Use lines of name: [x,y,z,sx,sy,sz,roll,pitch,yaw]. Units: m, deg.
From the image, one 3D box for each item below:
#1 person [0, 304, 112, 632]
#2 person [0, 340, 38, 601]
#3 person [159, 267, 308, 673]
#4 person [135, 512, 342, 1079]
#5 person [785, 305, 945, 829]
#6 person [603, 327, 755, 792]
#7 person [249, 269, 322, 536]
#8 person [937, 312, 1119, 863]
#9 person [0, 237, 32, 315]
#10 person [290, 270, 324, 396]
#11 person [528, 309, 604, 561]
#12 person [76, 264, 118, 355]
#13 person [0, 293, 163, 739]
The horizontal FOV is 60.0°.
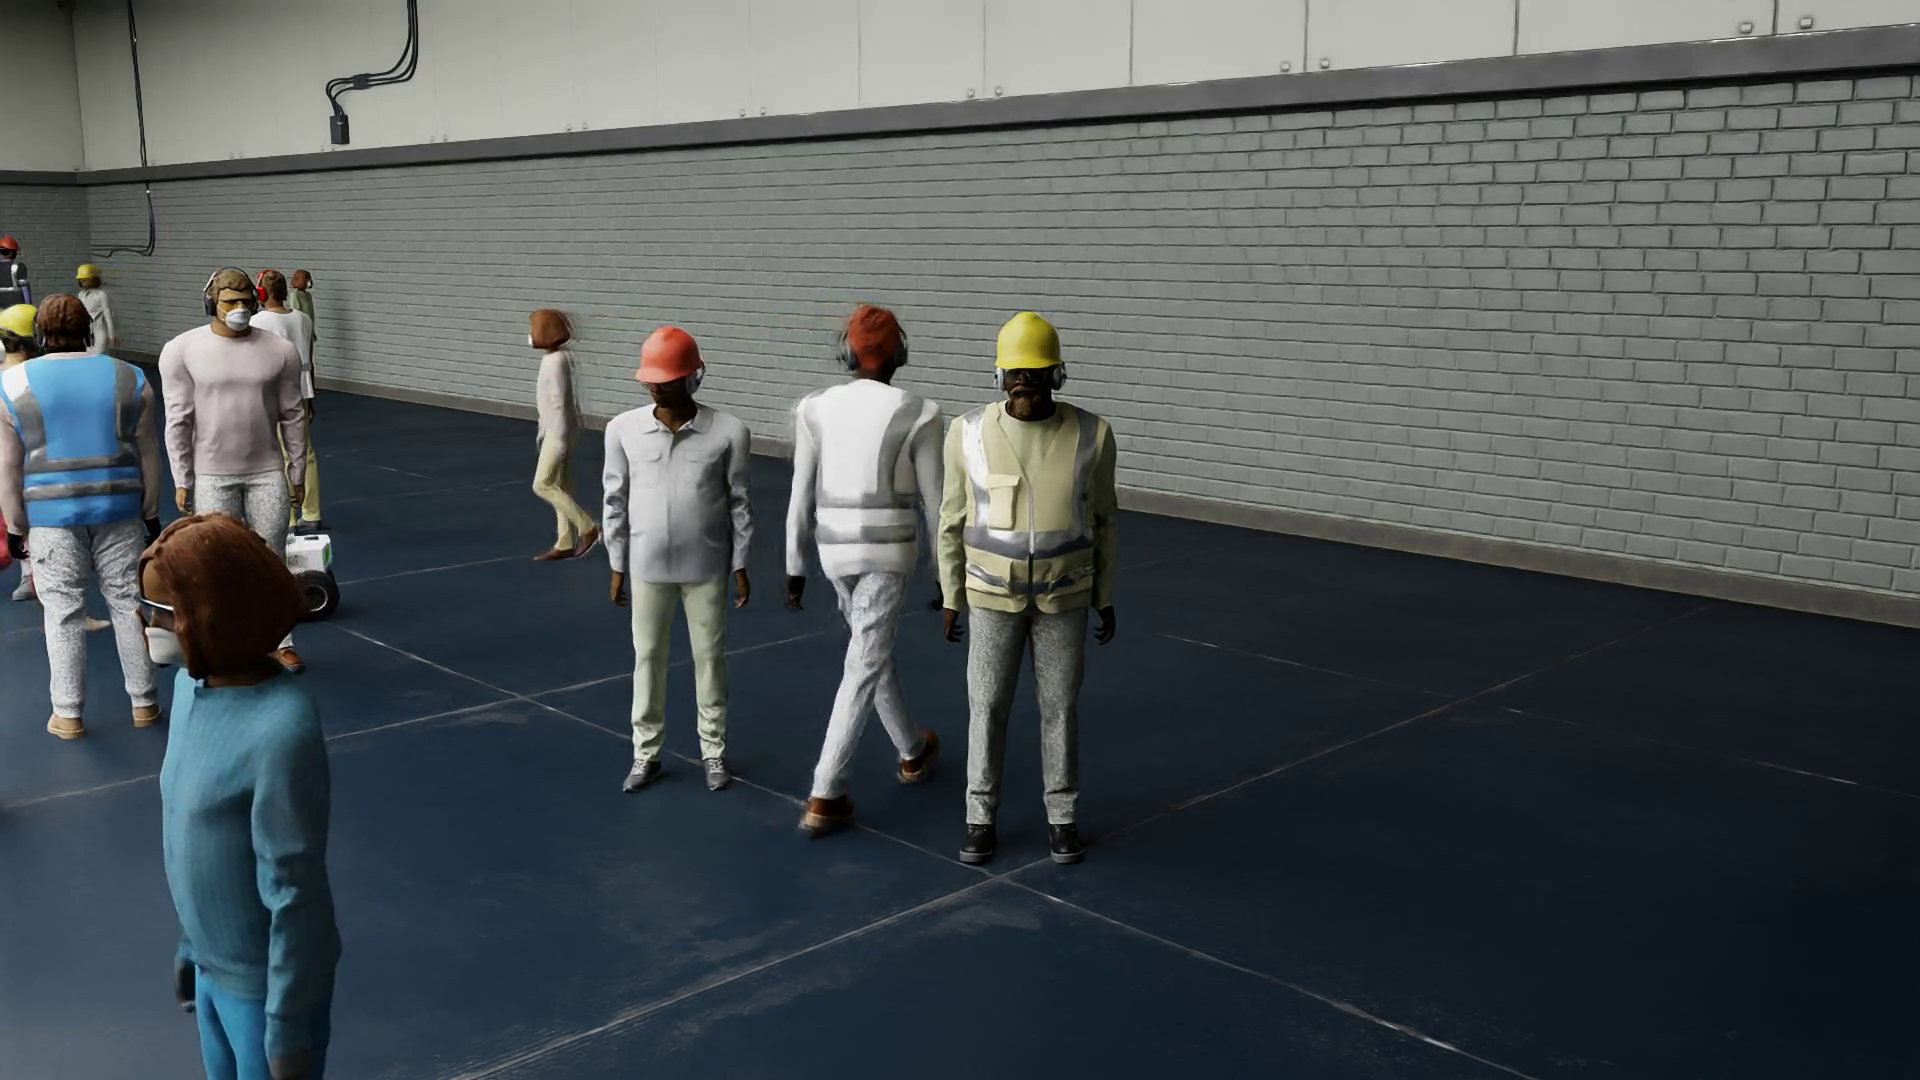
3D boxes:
person: [-4.785,-0.318,8.427,0.526,1.744,0.739,4,11,21]
person: [-5.513,-0.619,9.469,0.602,1.949,0.387,0,10,0]
person: [-3.377,-0.305,7.815,0.625,1.933,0.375,-7,13,-34]
person: [-1.226,0.758,2.848,0.308,1.626,0.500,-9,14,-41]
person: [-0.324,0.077,6.027,0.580,1.831,0.980,6,12,28]
person: [-1.048,0.081,6.206,0.563,1.744,0.347,0,10,-2]
person: [-4.681,-0.945,11.531,0.373,1.843,0.571,4,11,21]
person: [0.225,0.169,5.490,0.602,1.830,0.404,0,10,1]
person: [-14.364,-3.562,25.256,0.605,2.045,0.379,1,10,7]
person: [-8.503,-2.685,21.595,0.277,1.633,0.507,0,10,1]
person: [-2.549,-0.649,10.546,0.371,1.621,0.498,-2,11,-11]
person: [-10.584,-2.505,20.365,0.500,1.727,0.378,6,12,28]
person: [-3.648,-0.096,6.915,0.625,1.844,0.429,-7,13,-35]
